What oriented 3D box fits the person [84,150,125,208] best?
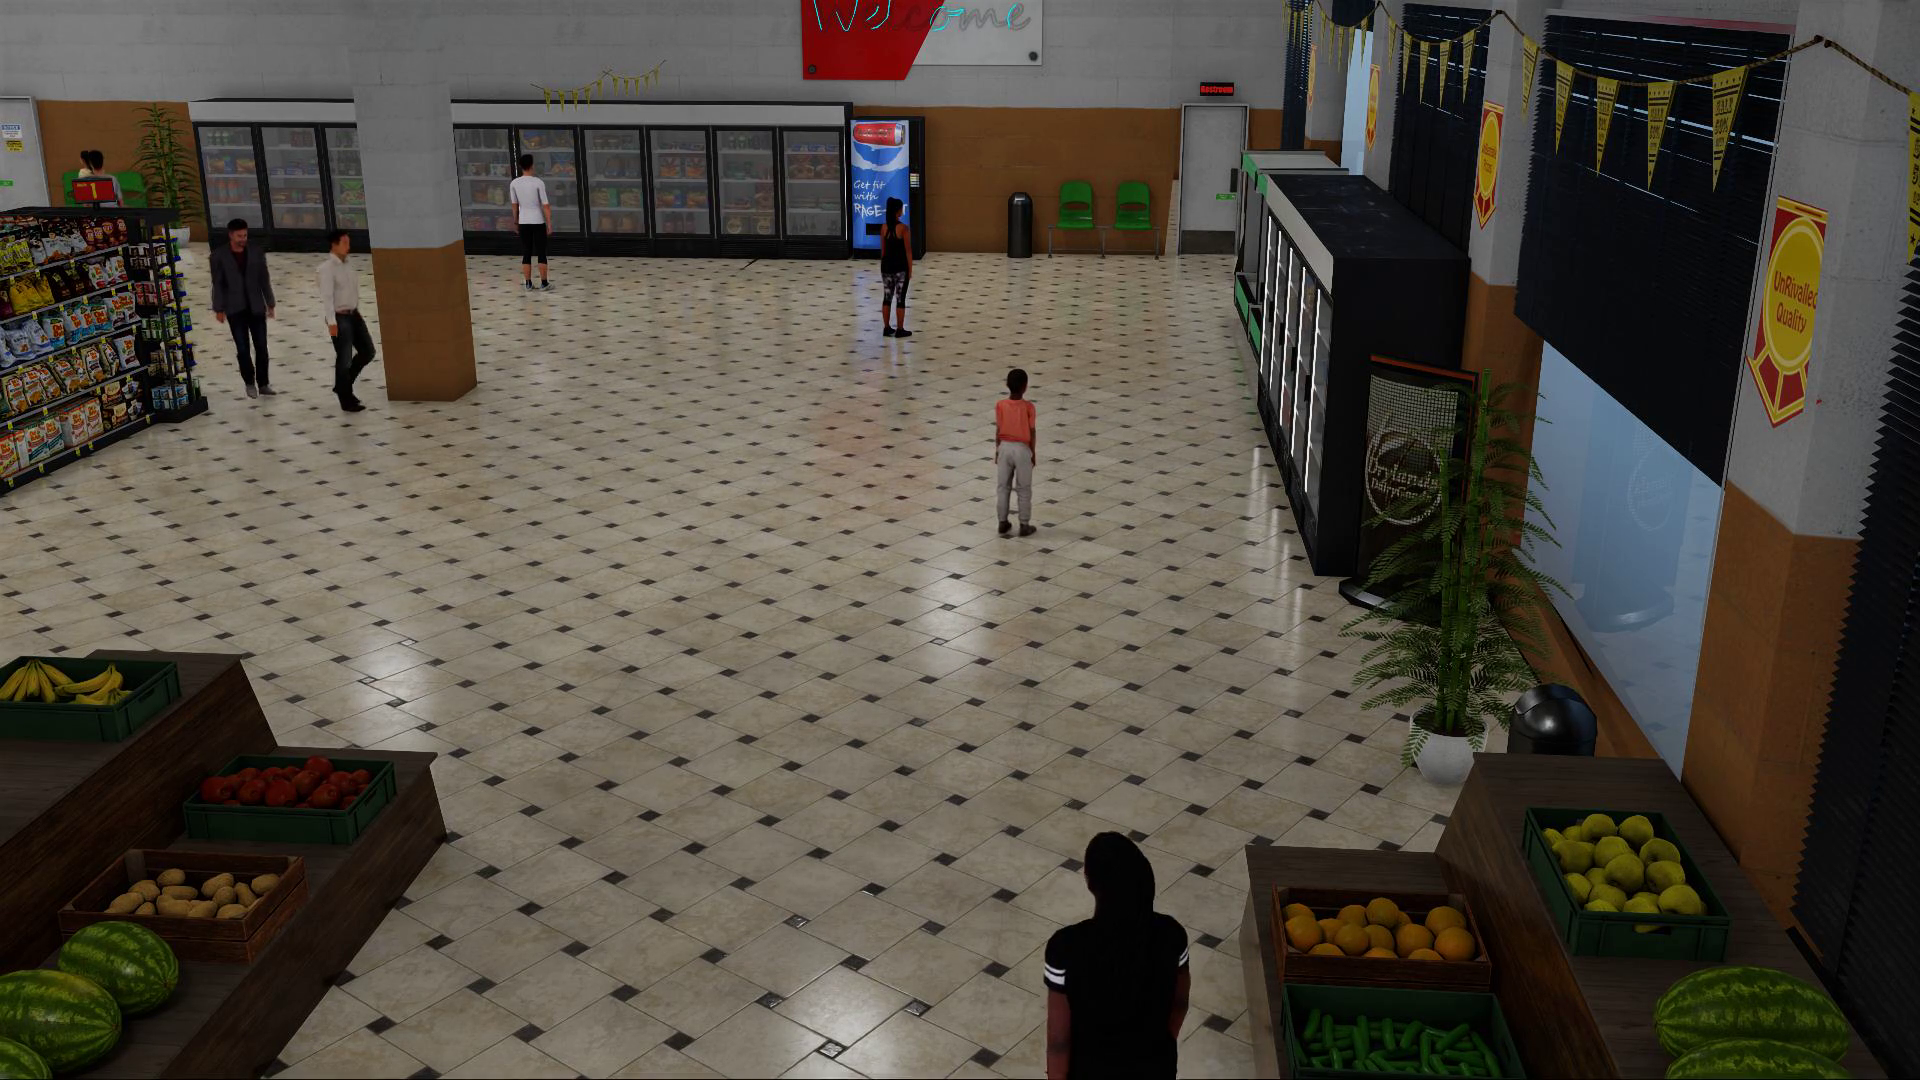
[{"bbox_3d":[-11.676,-4.351,22.803,1.194,1.847,1.270,-14,23,-36],"label":"person"}]

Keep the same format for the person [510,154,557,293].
[{"bbox_3d":[-5.864,-4.342,22.771,0.670,1.851,0.536,2,19,6],"label":"person"}]

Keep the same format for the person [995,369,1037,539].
[{"bbox_3d":[0.422,-0.669,12.729,0.520,1.308,0.534,7,20,19],"label":"person"}]

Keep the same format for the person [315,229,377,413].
[{"bbox_3d":[-6.146,-2.158,16.379,0.800,1.797,0.673,6,19,16],"label":"person"}]

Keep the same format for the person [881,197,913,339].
[{"bbox_3d":[-0.775,-3.264,19.861,0.645,1.668,0.640,11,21,29],"label":"person"}]

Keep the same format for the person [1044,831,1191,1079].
[{"bbox_3d":[0.495,1.740,5.010,0.722,1.674,1.225,0,19,-1],"label":"person"}]

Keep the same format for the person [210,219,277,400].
[{"bbox_3d":[-7.261,-2.322,16.806,0.876,1.834,0.933,-16,24,-39],"label":"person"}]

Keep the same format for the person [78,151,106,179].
[{"bbox_3d":[-13.221,-5.130,25.454,0.760,1.630,0.580,7,20,21],"label":"person"}]
